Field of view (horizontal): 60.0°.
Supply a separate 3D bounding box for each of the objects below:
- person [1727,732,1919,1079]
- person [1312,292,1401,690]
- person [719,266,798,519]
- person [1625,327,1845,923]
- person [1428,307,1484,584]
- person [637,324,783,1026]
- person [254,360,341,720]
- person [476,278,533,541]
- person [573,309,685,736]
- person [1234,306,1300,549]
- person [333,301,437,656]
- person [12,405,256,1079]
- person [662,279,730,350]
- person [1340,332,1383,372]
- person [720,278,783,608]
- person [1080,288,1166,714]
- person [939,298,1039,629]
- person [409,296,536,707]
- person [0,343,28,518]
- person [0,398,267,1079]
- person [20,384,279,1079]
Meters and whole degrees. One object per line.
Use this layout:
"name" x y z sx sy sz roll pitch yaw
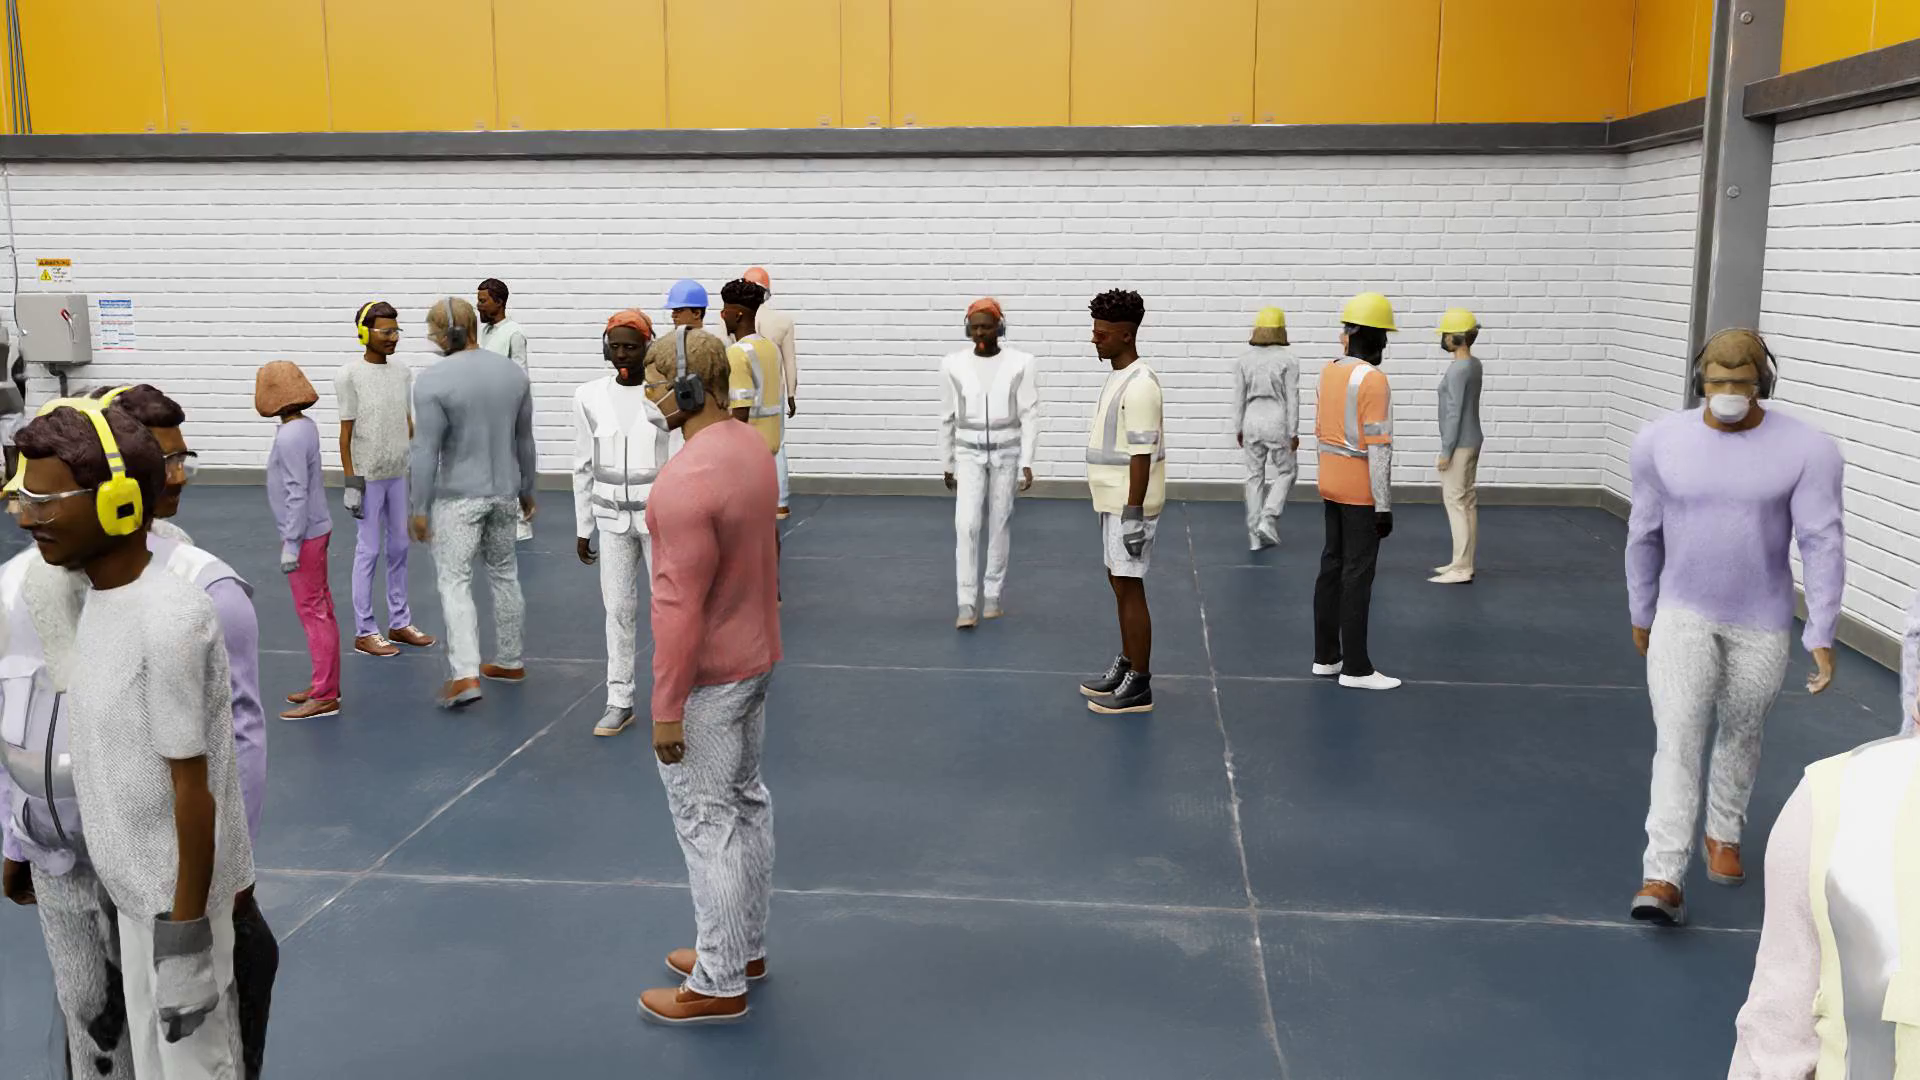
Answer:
"person" 1.170 0.897 1.850 0.627 1.844 0.429 6 12 31
"person" 1.934 -0.237 8.101 0.368 1.926 0.587 -3 10 -17
"person" -1.595 -1.153 13.145 0.617 1.993 0.396 -2 10 -10
"person" 2.433 0.274 5.296 0.655 1.874 1.023 5 11 28
"person" 3.171 -0.601 10.649 0.325 1.769 0.532 6 12 31
"person" -0.704 0.377 4.582 0.406 1.931 0.630 2 10 12
"person" -3.013 0.000 7.582 0.287 1.631 0.501 -2 10 -13
"person" -3.351 -0.948 12.191 0.384 1.918 0.596 -9 13 -42
"person" -1.399 -0.062 7.250 0.579 1.878 0.354 1 10 7
"person" 2.187 -0.790 11.791 0.504 1.730 0.346 7 12 34
"person" -3.040 -0.318 8.768 0.332 1.858 0.505 5 11 28
"person" -1.475 0.678 3.059 0.320 1.861 0.512 -9 13 -41
"person" -1.627 -0.625 10.259 0.605 1.947 0.405 9 13 41
"person" 2.588 -0.563 10.786 0.311 1.640 0.513 6 11 29
"person" -1.229 -0.529 9.652 0.361 1.964 0.616 3 10 14
"person" 0.756 -0.178 7.683 0.374 1.958 0.607 -1 10 -4
"person" 0.157 -0.425 9.397 0.573 1.849 0.848 1 10 3
"person" -2.256 -0.190 7.886 0.564 1.921 0.744 8 12 37
"person" -7.779 -1.028 13.368 0.548 1.655 0.830 -8 13 -39
"person" -1.757 0.615 3.483 0.601 1.831 0.404 2 10 10
"person" -1.685 0.598 3.535 0.680 1.845 0.529 3 10 16
